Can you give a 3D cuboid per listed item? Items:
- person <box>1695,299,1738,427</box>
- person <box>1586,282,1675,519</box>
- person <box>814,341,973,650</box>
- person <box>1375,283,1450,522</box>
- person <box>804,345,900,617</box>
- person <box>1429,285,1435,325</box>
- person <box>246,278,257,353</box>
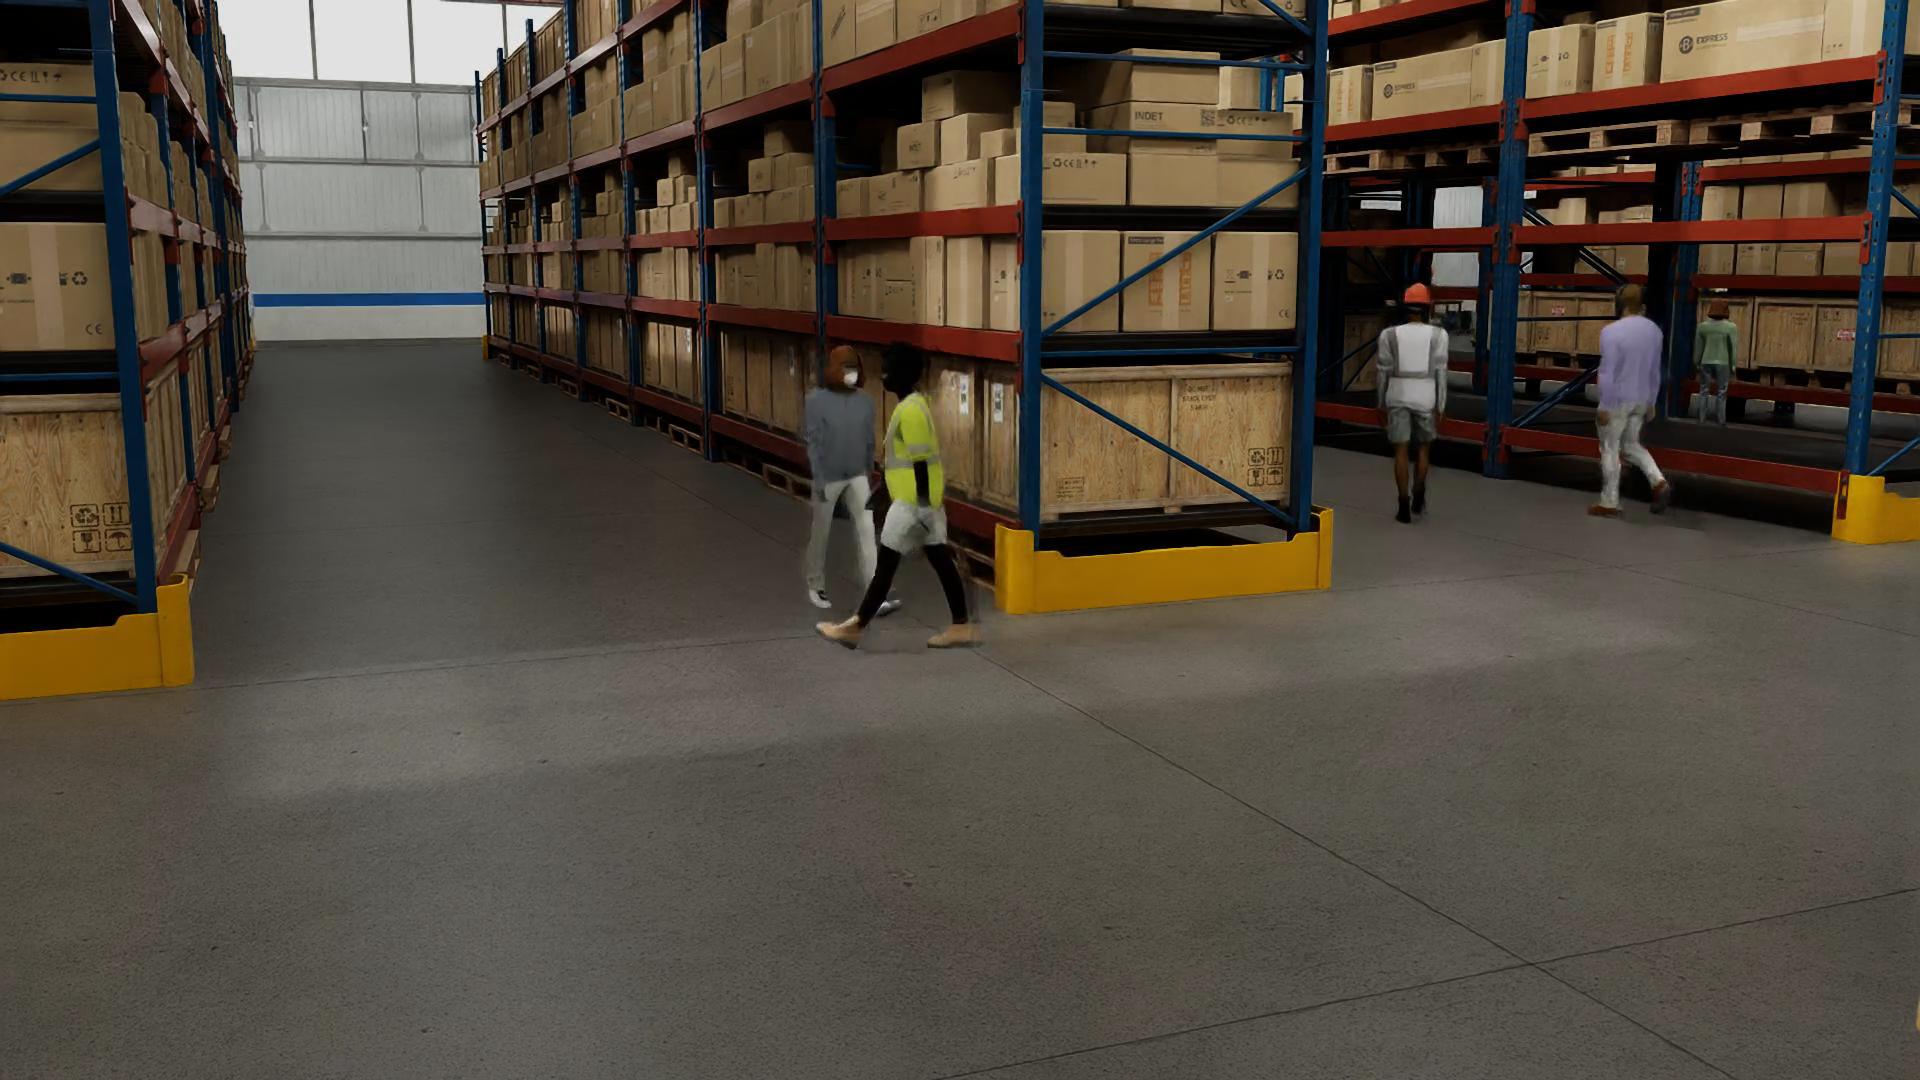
[{"bbox_3d":[9.182,-2.107,20.201,0.286,1.636,0.500,-9,13,-44],"label":"person"},{"bbox_3d":[5.384,-1.096,13.315,0.631,1.923,0.641,-5,11,-28],"label":"person"},{"bbox_3d":[-0.333,-0.220,8.828,0.867,1.644,0.535,0,9,2],"label":"person"},{"bbox_3d":[3.667,-1.124,13.526,0.562,1.888,0.964,2,10,14],"label":"person"},{"bbox_3d":[-0.685,-0.338,9.763,0.514,1.591,0.885,-6,11,-30],"label":"person"},{"bbox_3d":[10.505,-5.205,37.851,1.020,1.940,0.626,8,12,40],"label":"person"},{"bbox_3d":[-16.364,-5.153,38.123,0.337,1.742,0.561,-7,12,-36],"label":"person"}]
